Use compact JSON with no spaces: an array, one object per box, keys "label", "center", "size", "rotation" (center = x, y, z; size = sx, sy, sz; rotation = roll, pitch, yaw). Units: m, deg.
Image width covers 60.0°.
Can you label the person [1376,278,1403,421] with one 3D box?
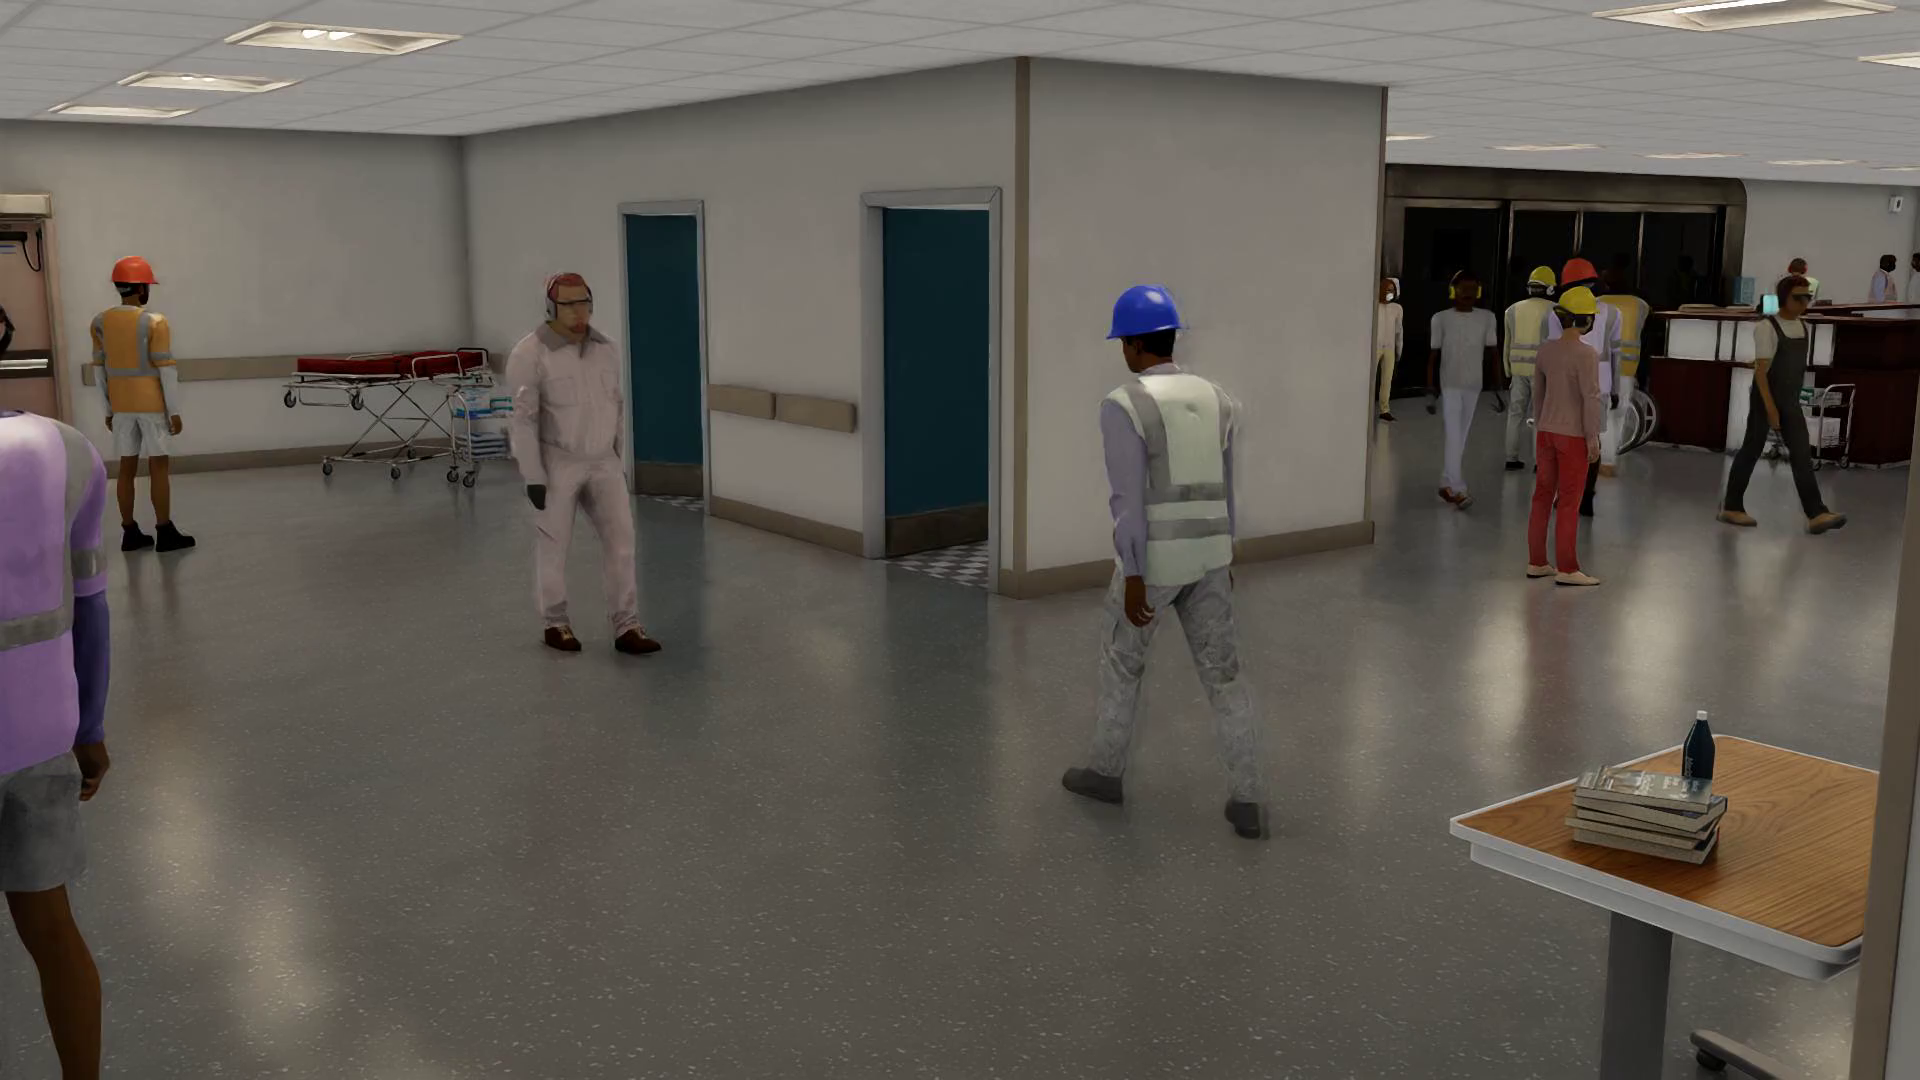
[{"label":"person","center":[4.808,-2.156,18.941],"size":[0.504,1.627,0.285],"rotation":[-3,10,-14]}]

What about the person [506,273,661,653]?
[{"label":"person","center":[-1.808,-0.348,8.098],"size":[0.662,1.871,0.844],"rotation":[-10,14,-44]}]

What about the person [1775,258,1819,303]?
[{"label":"person","center":[11.494,-2.958,22.884],"size":[0.607,1.812,0.569],"rotation":[1,10,6]}]

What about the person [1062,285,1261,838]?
[{"label":"person","center":[0.770,0.063,5.821],"size":[0.638,1.884,0.852],"rotation":[-7,12,-34]}]

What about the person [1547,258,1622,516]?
[{"label":"person","center":[4.654,-1.138,12.428],"size":[0.587,1.907,0.530],"rotation":[2,10,9]}]

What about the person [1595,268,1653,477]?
[{"label":"person","center":[5.688,-1.489,14.691],"size":[0.626,1.796,0.859],"rotation":[-1,10,-4]}]

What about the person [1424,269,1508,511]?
[{"label":"person","center":[3.860,-1.137,12.662],"size":[0.541,1.818,0.957],"rotation":[-1,10,-3]}]

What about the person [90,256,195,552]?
[{"label":"person","center":[-5.373,-0.883,10.938],"size":[0.552,1.934,0.372],"rotation":[2,10,9]}]

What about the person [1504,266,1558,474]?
[{"label":"person","center":[5.081,-1.495,14.683],"size":[0.404,1.825,0.596],"rotation":[-9,13,-41]}]

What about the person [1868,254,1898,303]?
[{"label":"person","center":[15.193,-3.776,27.406],"size":[0.429,1.839,0.634],"rotation":[6,12,31]}]

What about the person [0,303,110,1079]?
[{"label":"person","center":[-2.039,0.411,3.436],"size":[0.409,2.028,0.615],"rotation":[4,11,20]}]

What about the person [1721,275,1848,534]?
[{"label":"person","center":[5.781,-0.940,11.627],"size":[0.519,1.790,0.985],"rotation":[-4,11,-21]}]

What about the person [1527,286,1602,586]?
[{"label":"person","center":[3.618,-0.616,9.900],"size":[0.317,1.769,0.522],"rotation":[-4,11,-19]}]
